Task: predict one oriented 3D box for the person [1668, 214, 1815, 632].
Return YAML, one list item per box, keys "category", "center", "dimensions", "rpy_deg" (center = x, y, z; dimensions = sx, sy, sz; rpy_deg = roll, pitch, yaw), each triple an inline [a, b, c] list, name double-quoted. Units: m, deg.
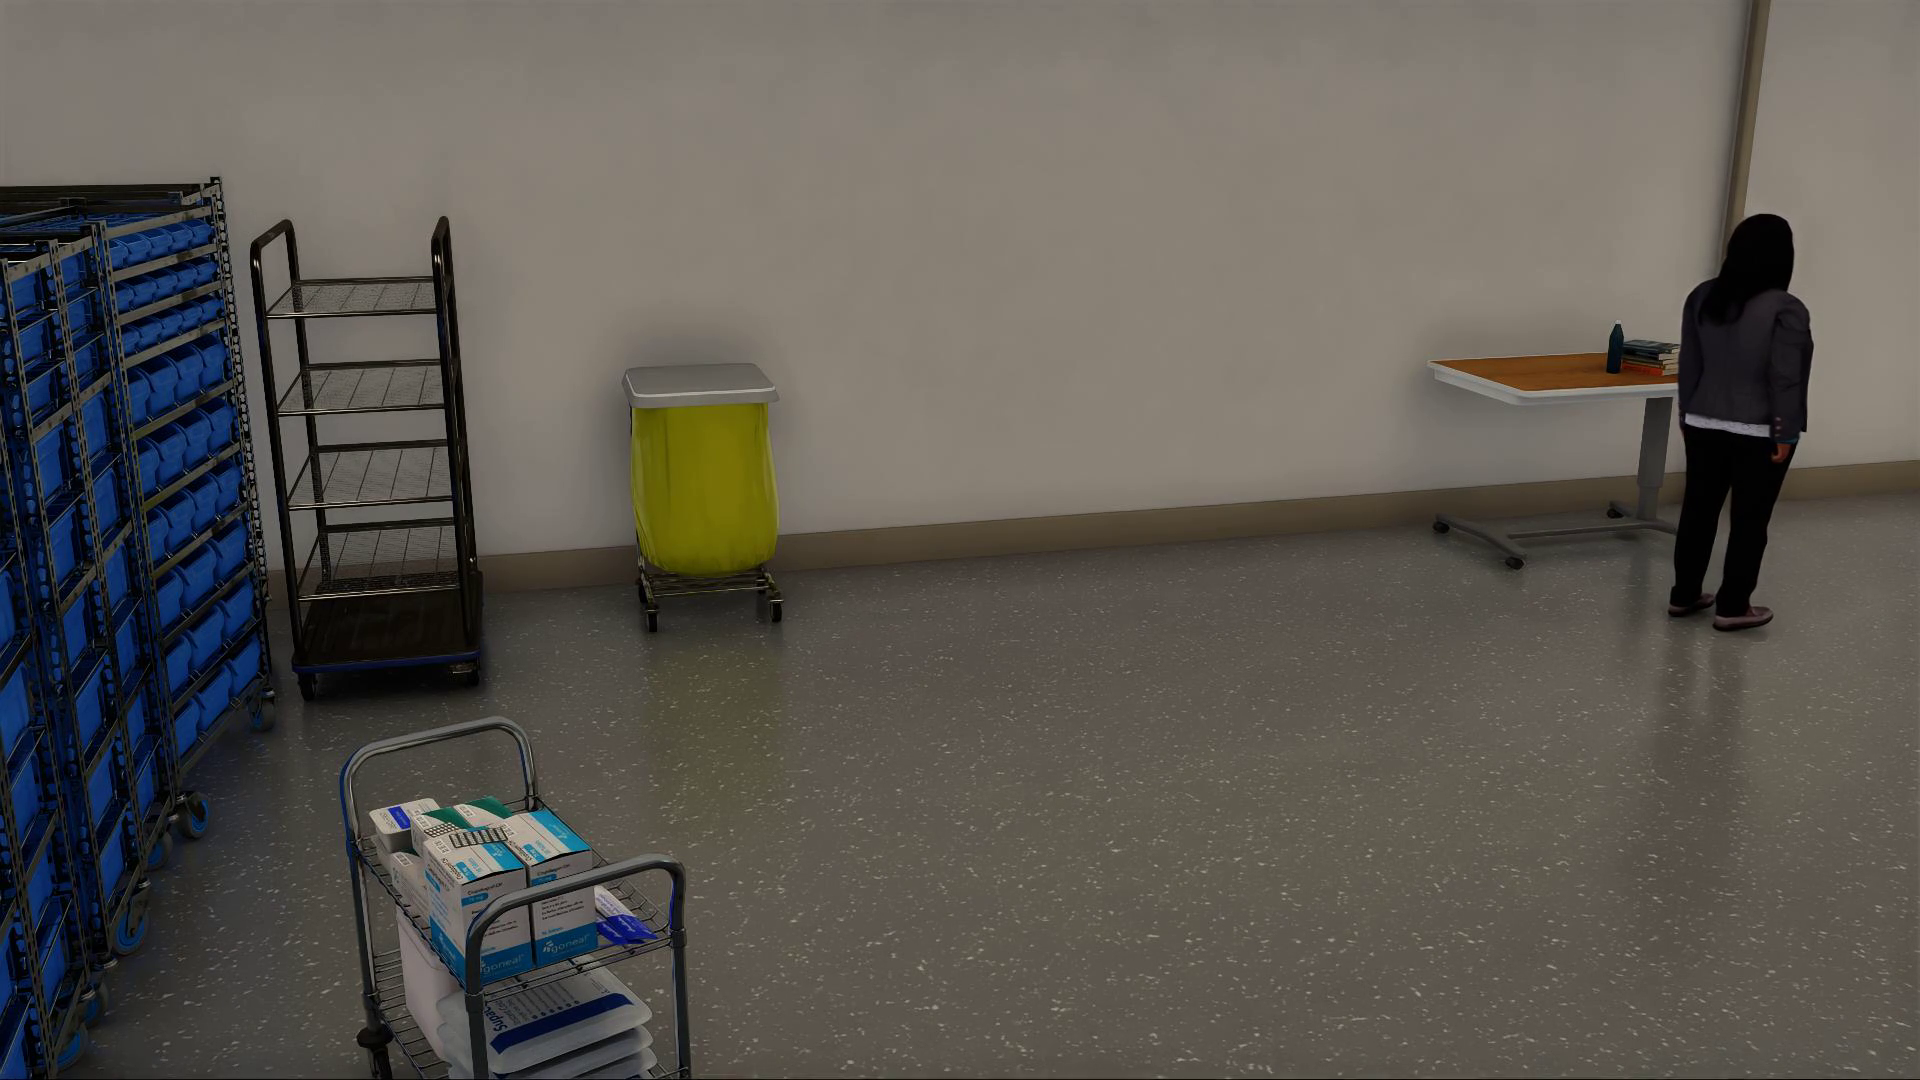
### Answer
- category: "person"
  center: [2.998, -0.447, 6.412]
  dimensions: [0.743, 1.598, 0.740]
  rpy_deg: [-9, 18, -29]
